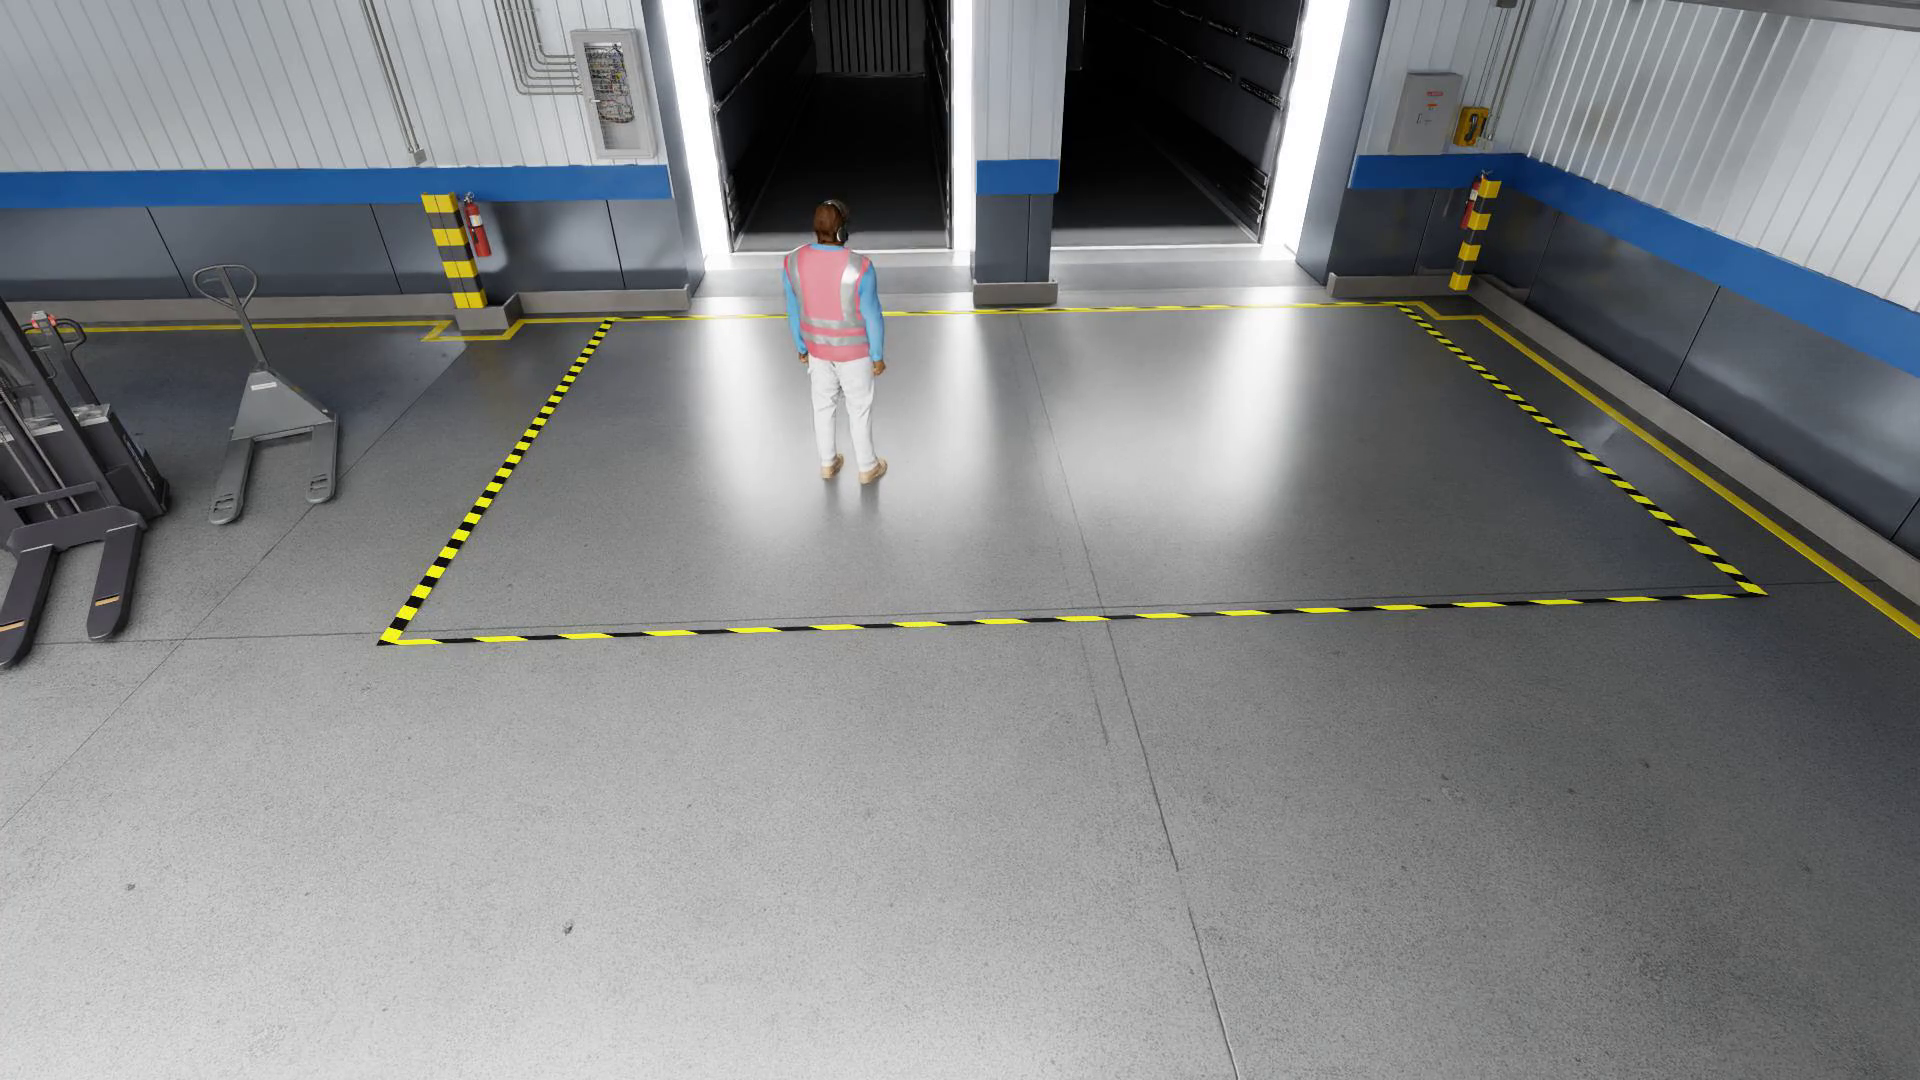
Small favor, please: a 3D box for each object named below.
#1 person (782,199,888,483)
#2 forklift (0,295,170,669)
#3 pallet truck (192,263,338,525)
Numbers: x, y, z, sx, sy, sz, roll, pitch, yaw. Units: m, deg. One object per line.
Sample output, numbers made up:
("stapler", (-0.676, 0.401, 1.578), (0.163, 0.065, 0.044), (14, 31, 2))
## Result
("person", (-0.767, -1.229, 5.893), (0.632, 1.839, 0.429), (11, 36, 15))
("forklift", (-5.212, -0.618, 4.878), (0.823, 1.965, 1.885), (-20, 39, -26))
("pallet truck", (-4.778, -1.027, 6.128), (0.680, 1.201, 1.601), (-17, 38, -23))
